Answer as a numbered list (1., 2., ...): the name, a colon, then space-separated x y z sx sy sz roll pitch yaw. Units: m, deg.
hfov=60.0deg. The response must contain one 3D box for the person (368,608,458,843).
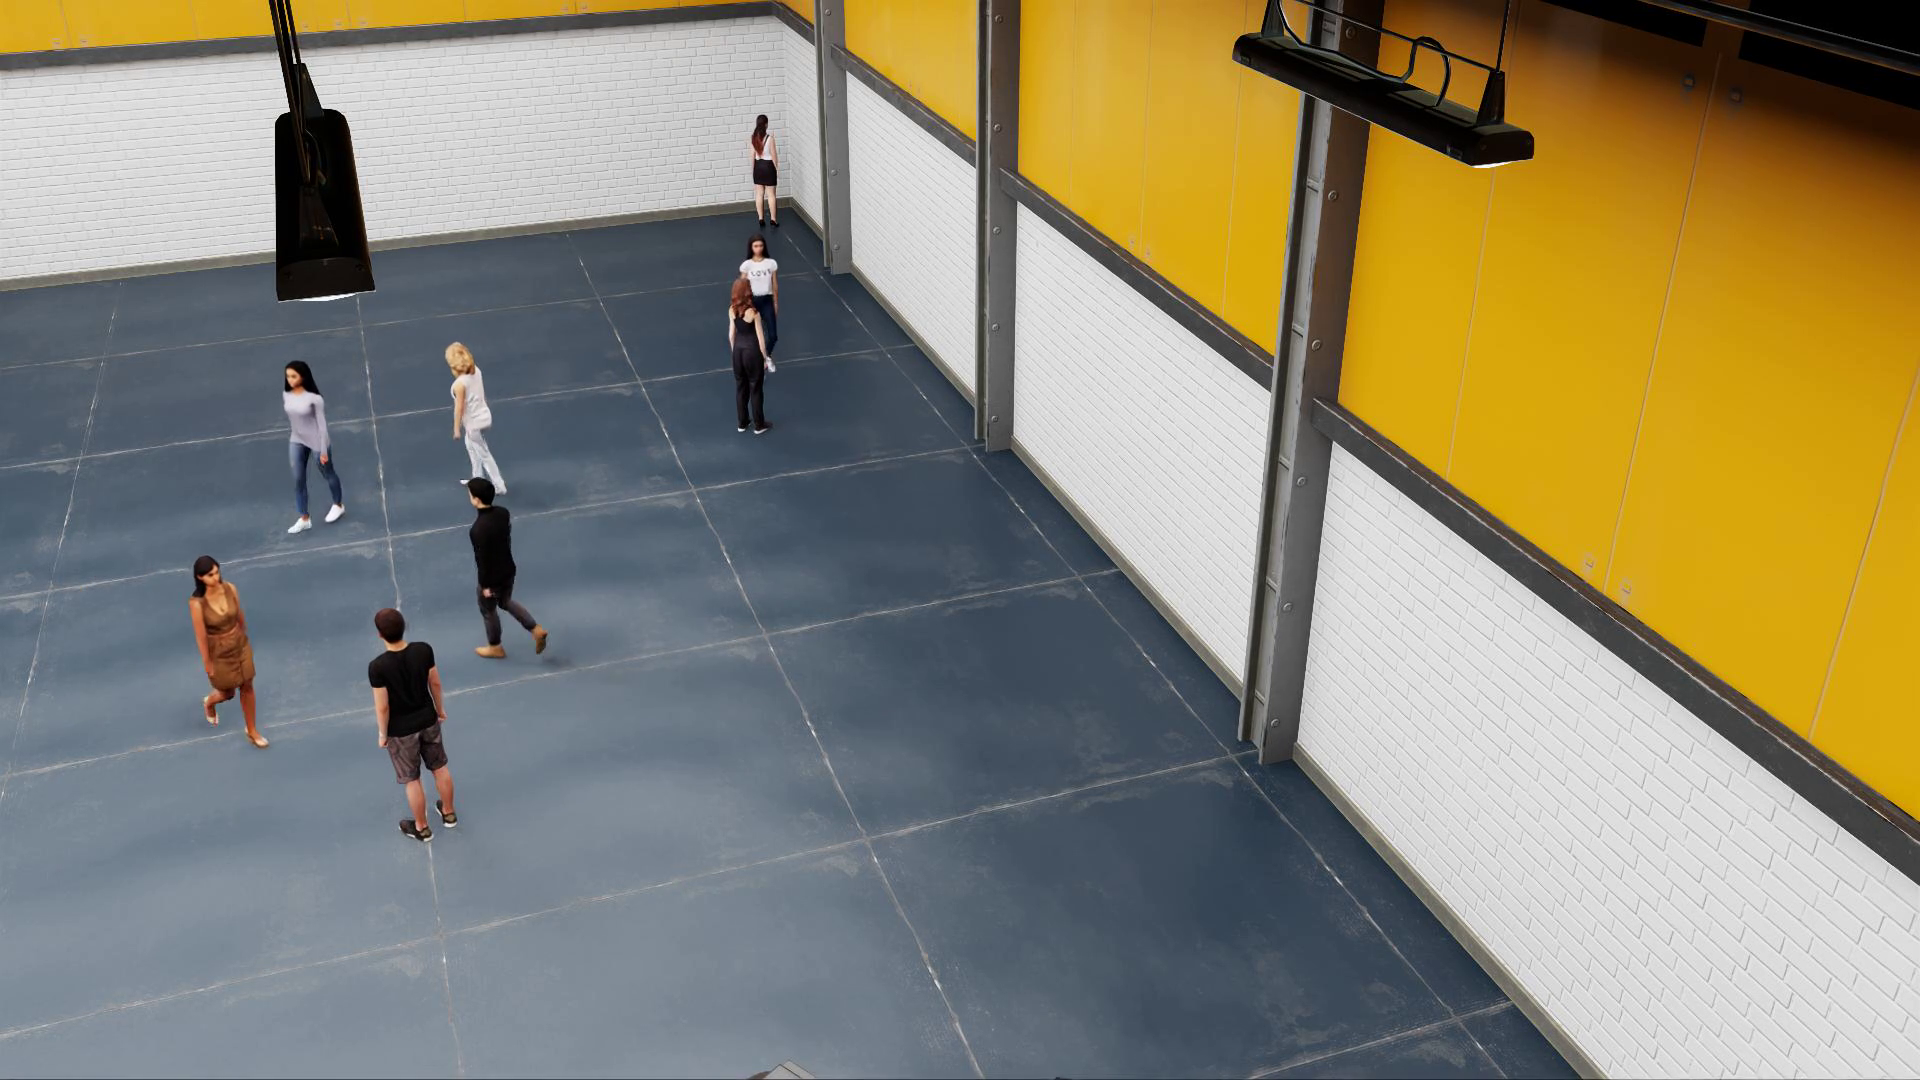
1. person: -3.896 1.305 11.814 0.739 1.861 0.767 24 37 37

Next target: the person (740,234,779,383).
1. person: -2.353 -2.718 19.286 0.601 1.768 0.630 -9 30 -16

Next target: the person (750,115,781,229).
1. person: -2.858 -5.379 24.287 0.632 1.650 0.663 7 29 12

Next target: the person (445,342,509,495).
1. person: -4.755 -1.174 16.582 0.875 1.645 0.846 6 29 11

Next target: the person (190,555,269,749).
1. person: -5.707 0.851 12.838 0.918 1.676 0.839 15 32 25

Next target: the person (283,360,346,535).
1. person: -6.220 -0.961 16.125 0.947 1.710 1.038 9 30 16

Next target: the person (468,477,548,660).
1. person: -3.820 0.263 13.882 1.016 1.710 0.977 10 30 17

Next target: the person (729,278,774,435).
1. person: -2.309 -1.993 17.978 0.657 1.747 0.715 12 31 21
